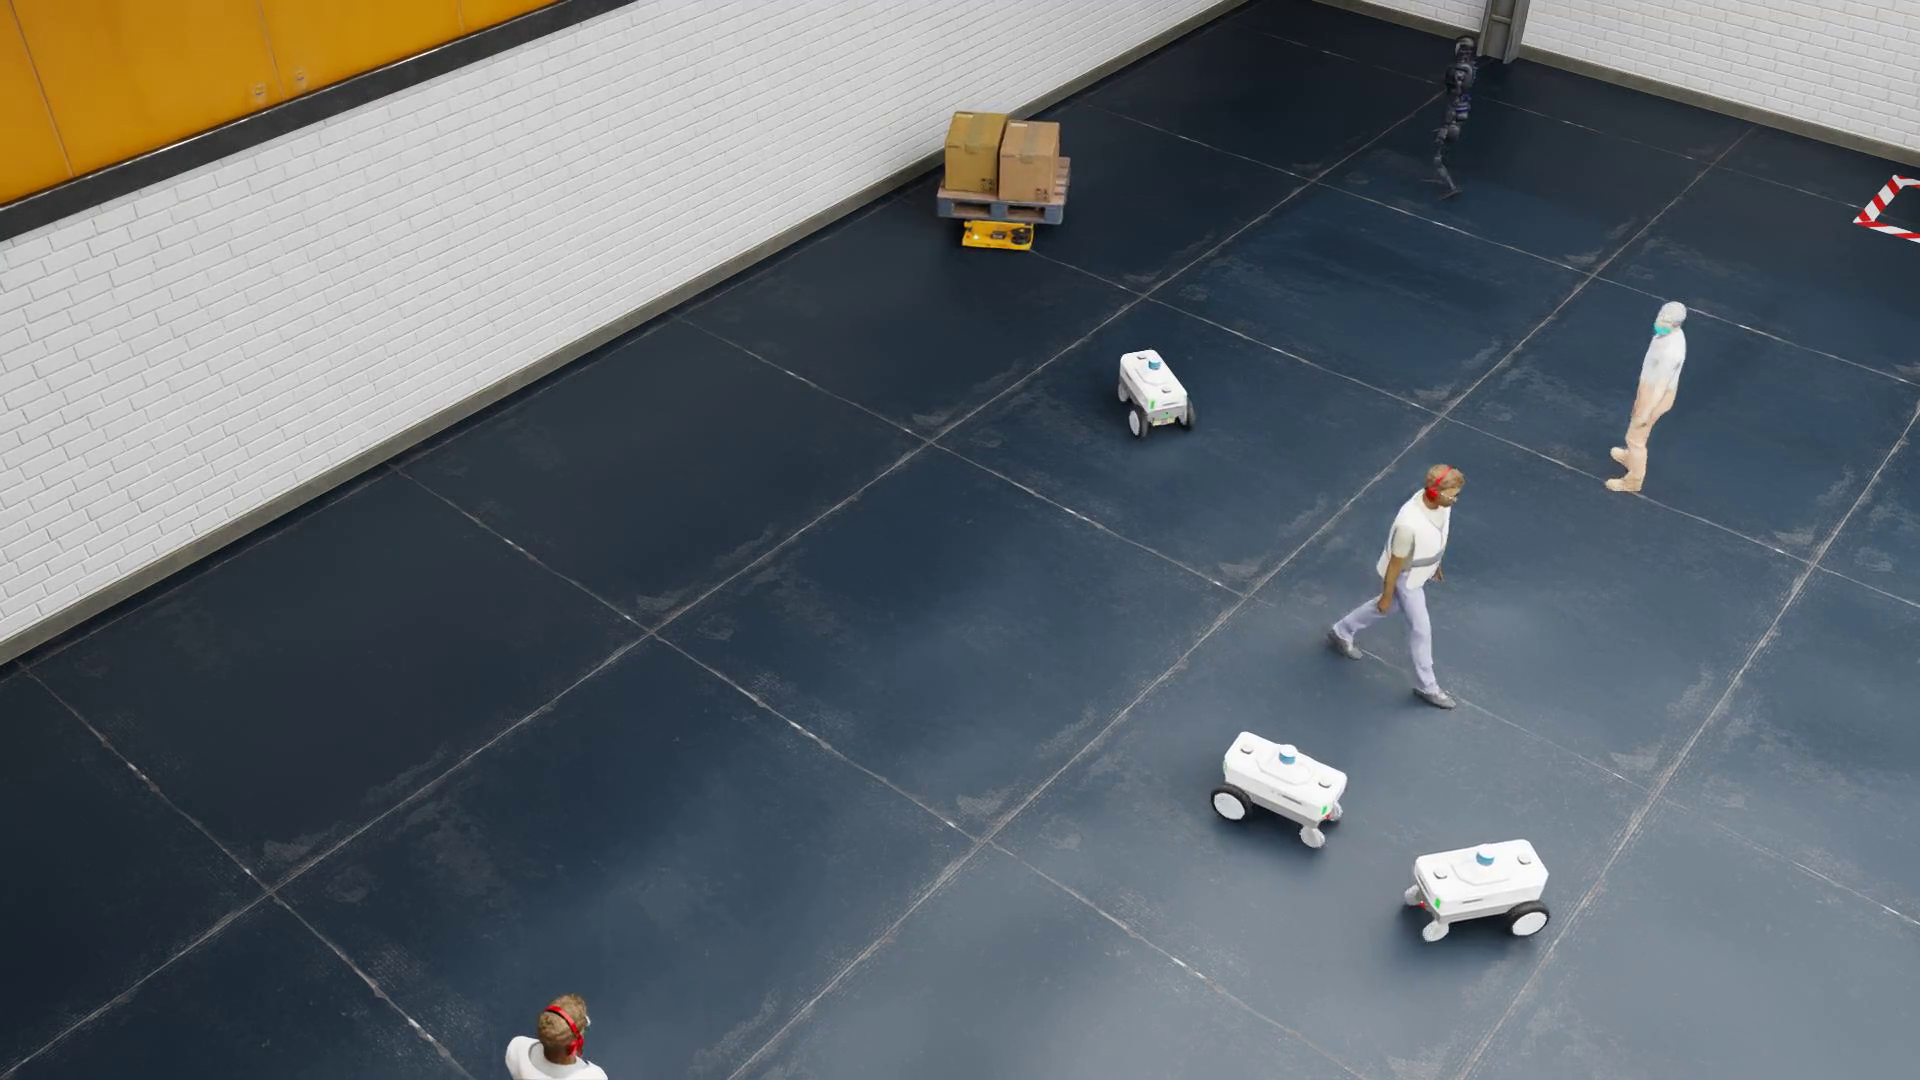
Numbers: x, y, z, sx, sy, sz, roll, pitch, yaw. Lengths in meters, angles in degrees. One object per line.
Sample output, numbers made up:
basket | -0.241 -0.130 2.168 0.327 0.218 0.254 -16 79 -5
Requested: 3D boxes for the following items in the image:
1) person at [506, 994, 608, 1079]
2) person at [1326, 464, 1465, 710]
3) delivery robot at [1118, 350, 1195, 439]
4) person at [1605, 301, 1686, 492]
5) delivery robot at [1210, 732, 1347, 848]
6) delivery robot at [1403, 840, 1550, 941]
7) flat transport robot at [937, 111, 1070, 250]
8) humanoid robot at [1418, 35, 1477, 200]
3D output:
person | -1.747 2.749 7.632 0.564 1.832 0.410 18 42 21
person | 2.904 0.216 10.809 0.974 1.788 0.572 24 44 26
delivery robot | 1.573 -1.223 13.572 0.499 0.590 0.793 -11 40 -13
person | 5.227 -1.121 12.544 0.300 1.701 0.700 13 41 15
delivery robot | 1.961 1.497 10.215 0.815 0.612 0.499 22 44 25
delivery robot | 3.004 1.993 9.600 0.811 0.613 0.499 -7 39 -9
flat transport robot | 0.437 -3.278 16.355 0.659 0.231 1.431 5 39 6
humanoid robot | 4.846 -4.148 16.324 0.456 1.651 0.601 10 40 12
